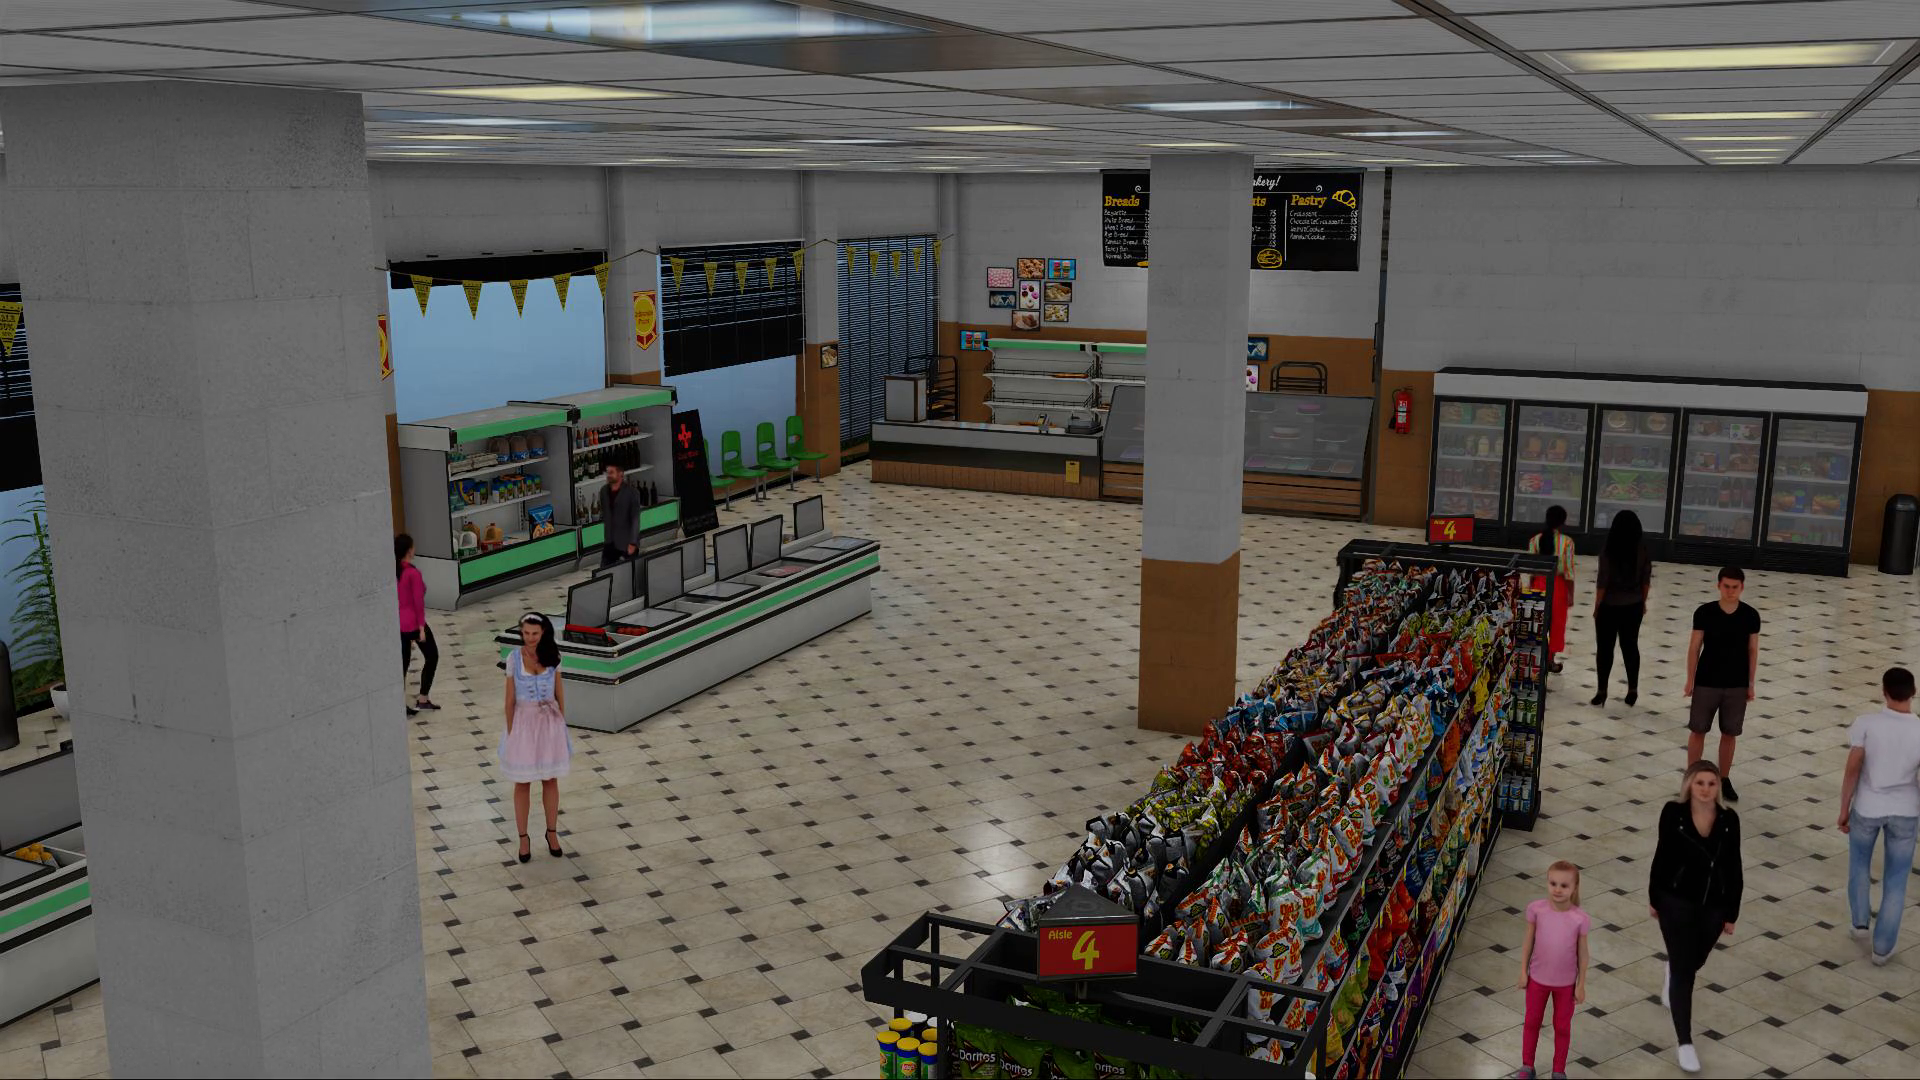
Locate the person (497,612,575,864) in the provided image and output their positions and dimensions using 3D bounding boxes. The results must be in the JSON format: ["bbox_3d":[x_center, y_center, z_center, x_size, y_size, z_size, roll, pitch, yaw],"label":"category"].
[{"bbox_3d":[-3.008,1.382,11.793,0.854,1.809,0.917,-5,13,-23],"label":"person"}]

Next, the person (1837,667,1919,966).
[{"bbox_3d":[5.657,1.711,10.169,0.716,1.833,0.707,7,14,30],"label":"person"}]

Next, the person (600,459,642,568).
[{"bbox_3d":[-3.639,0.037,18.128,0.727,1.830,1.090,5,13,20],"label":"person"}]

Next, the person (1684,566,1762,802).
[{"bbox_3d":[5.955,1.100,13.002,0.699,1.861,0.627,4,12,16],"label":"person"}]

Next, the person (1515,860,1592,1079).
[{"bbox_3d":[3.127,2.293,8.775,0.477,1.269,0.496,5,13,24],"label":"person"}]

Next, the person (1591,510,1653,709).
[{"bbox_3d":[6.062,0.634,15.267,0.744,1.841,0.746,0,12,-1],"label":"person"}]

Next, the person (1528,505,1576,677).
[{"bbox_3d":[5.549,0.592,15.705,0.649,1.742,1.057,5,13,23],"label":"person"}]

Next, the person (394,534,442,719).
[{"bbox_3d":[-4.990,0.802,14.843,0.587,1.686,0.614,6,13,26],"label":"person"}]

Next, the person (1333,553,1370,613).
[{"bbox_3d":[3.247,0.975,14.102,1.178,1.653,1.087,-5,13,-22],"label":"person"}]

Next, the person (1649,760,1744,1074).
[{"bbox_3d":[4.036,2.007,9.201,0.797,1.654,1.187,2,12,11],"label":"person"}]
